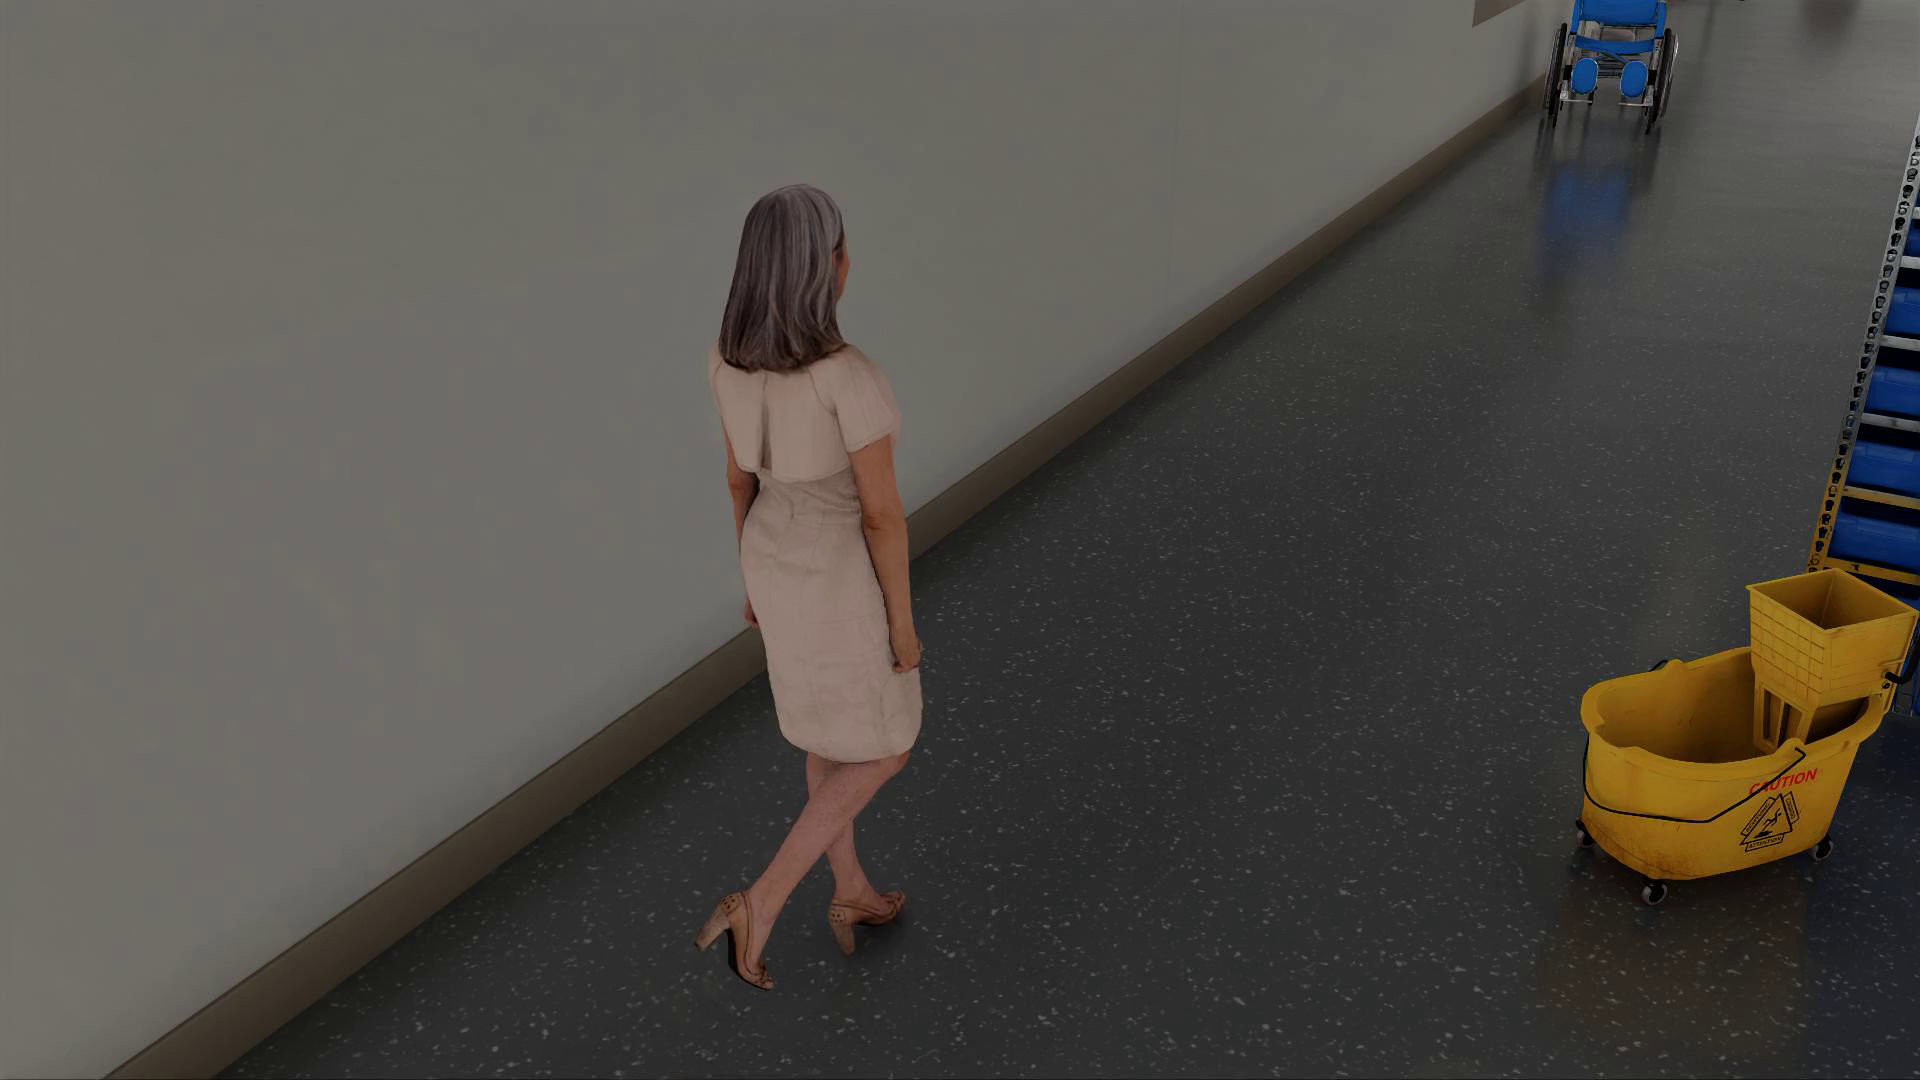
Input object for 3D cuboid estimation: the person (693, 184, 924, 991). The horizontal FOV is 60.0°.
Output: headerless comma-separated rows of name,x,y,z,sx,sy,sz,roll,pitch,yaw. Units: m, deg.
person,-0.313,0.185,3.293,0.835,1.723,0.731,18,31,33
